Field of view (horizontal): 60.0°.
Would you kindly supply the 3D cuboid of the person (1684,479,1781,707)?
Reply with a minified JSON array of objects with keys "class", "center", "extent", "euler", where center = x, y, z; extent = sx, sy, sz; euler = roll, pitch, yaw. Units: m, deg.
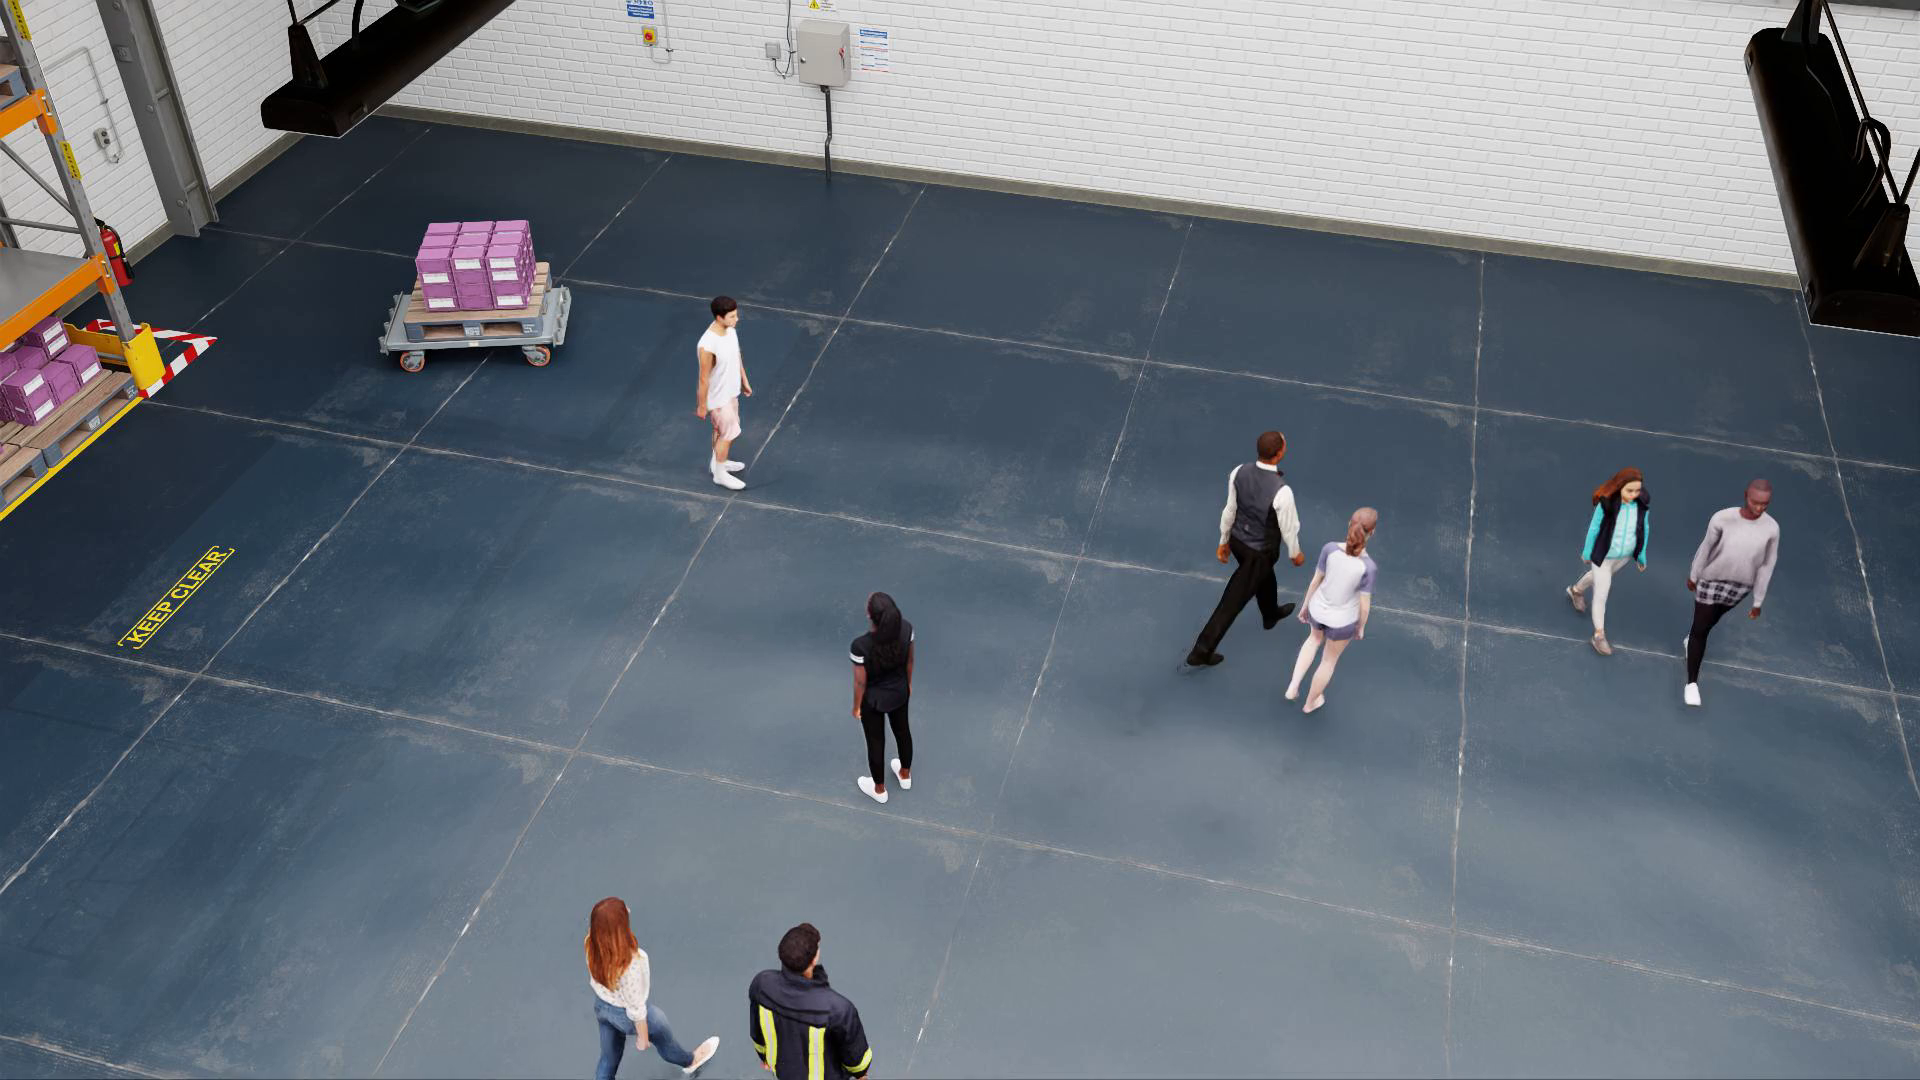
[{"class":"person","center":[5.373,0.244,11.709],"extent":[0.652,1.736,1.111],"euler":[8,39,10]}]

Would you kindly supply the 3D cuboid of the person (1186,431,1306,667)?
[{"class":"person","center":[2.006,0.127,11.755],"extent":[1.380,1.863,1.271],"euler":[-22,44,-25]}]

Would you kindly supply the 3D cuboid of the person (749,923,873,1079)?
[{"class":"person","center":[-0.802,2.724,8.479],"extent":[0.970,1.893,1.290],"euler":[19,42,22]}]

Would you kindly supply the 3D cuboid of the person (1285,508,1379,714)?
[{"class":"person","center":[2.501,0.560,11.308],"extent":[0.733,1.744,0.767],"euler":[24,44,27]}]

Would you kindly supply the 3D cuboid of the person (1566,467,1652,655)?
[{"class":"person","center":[4.742,0.041,12.180],"extent":[0.855,1.467,1.054],"euler":[-7,39,-9]}]

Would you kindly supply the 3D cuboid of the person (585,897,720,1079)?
[{"class":"person","center":[-1.852,2.557,8.845],"extent":[0.878,1.698,1.109],"euler":[27,46,29]}]

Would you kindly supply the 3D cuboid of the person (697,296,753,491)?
[{"class":"person","center":[-1.962,-1.210,13.512],"extent":[0.694,1.760,0.558],"euler":[7,39,9]}]

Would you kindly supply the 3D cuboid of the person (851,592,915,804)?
[{"class":"person","center":[-0.490,1.002,10.766],"extent":[0.708,1.729,0.779],"euler":[-23,44,-26]}]
